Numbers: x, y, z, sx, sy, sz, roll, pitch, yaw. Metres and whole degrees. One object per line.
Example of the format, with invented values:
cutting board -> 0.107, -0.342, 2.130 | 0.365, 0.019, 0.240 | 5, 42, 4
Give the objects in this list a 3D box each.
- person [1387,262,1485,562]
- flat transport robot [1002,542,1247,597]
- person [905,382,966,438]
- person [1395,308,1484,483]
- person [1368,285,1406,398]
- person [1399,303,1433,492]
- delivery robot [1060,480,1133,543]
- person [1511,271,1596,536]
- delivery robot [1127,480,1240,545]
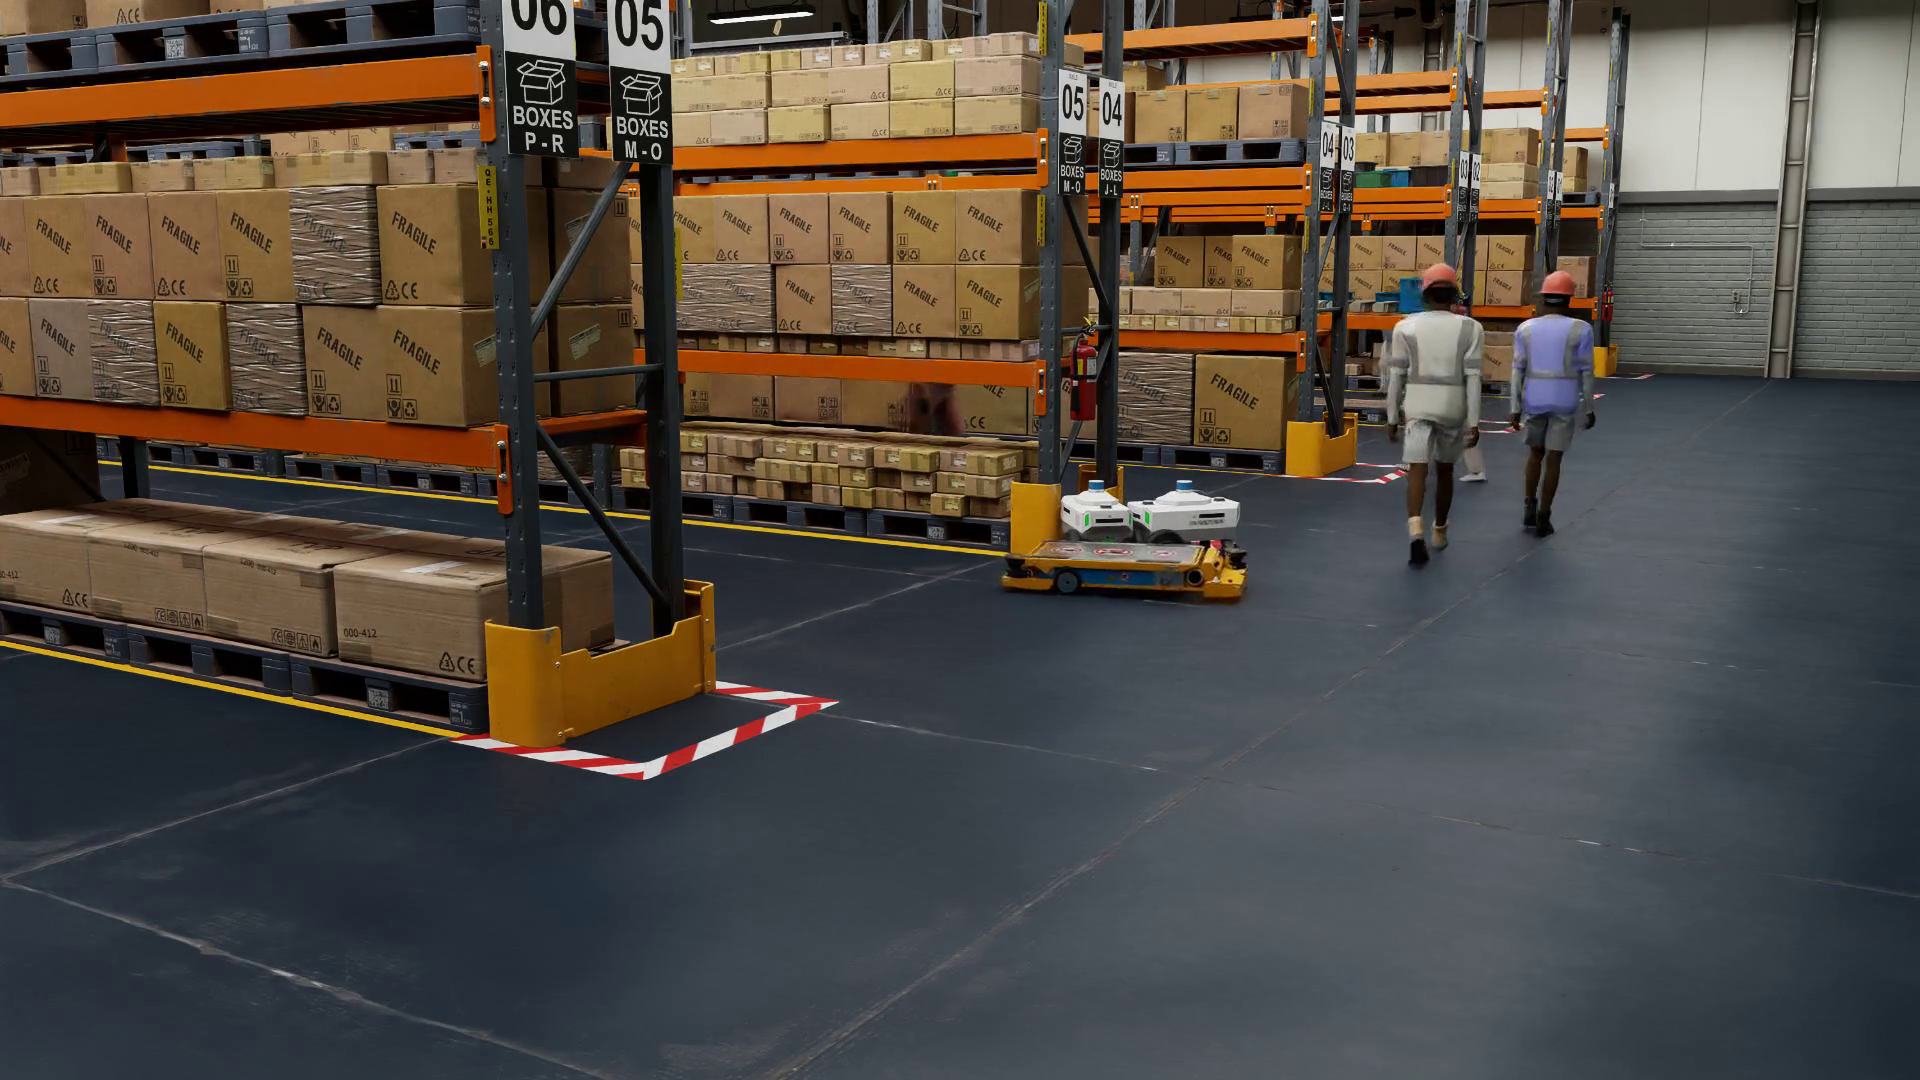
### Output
person -> 3.181, -0.860, 11.181 | 0.608, 2.002, 0.991 | 3, 10, 17
flat transport robot -> 1.019, 0.166, 10.187 | 1.431, 0.197, 0.652 | 2, 10, 12
person -> -0.211, -1.263, 13.942 | 1.013, 1.858, 0.664 | 8, 12, 38
person -> 4.350, -1.304, 14.935 | 0.832, 1.580, 0.568 | 5, 11, 25
person -> 6.197, -2.826, 23.764 | 0.585, 1.611, 0.509 | 3, 10, 16
person -> 4.058, -1.333, 14.434 | 0.569, 1.816, 0.913 | 4, 11, 24
delivery robot -> 0.892, -0.152, 10.941 | 0.477, 0.478, 0.707 | -2, 10, -10
person -> 4.348, -0.996, 12.164 | 0.557, 1.914, 0.615 | 7, 12, 37
delivery robot -> 1.470, -0.149, 10.927 | 0.707, 0.478, 0.477 | -3, 10, -18
